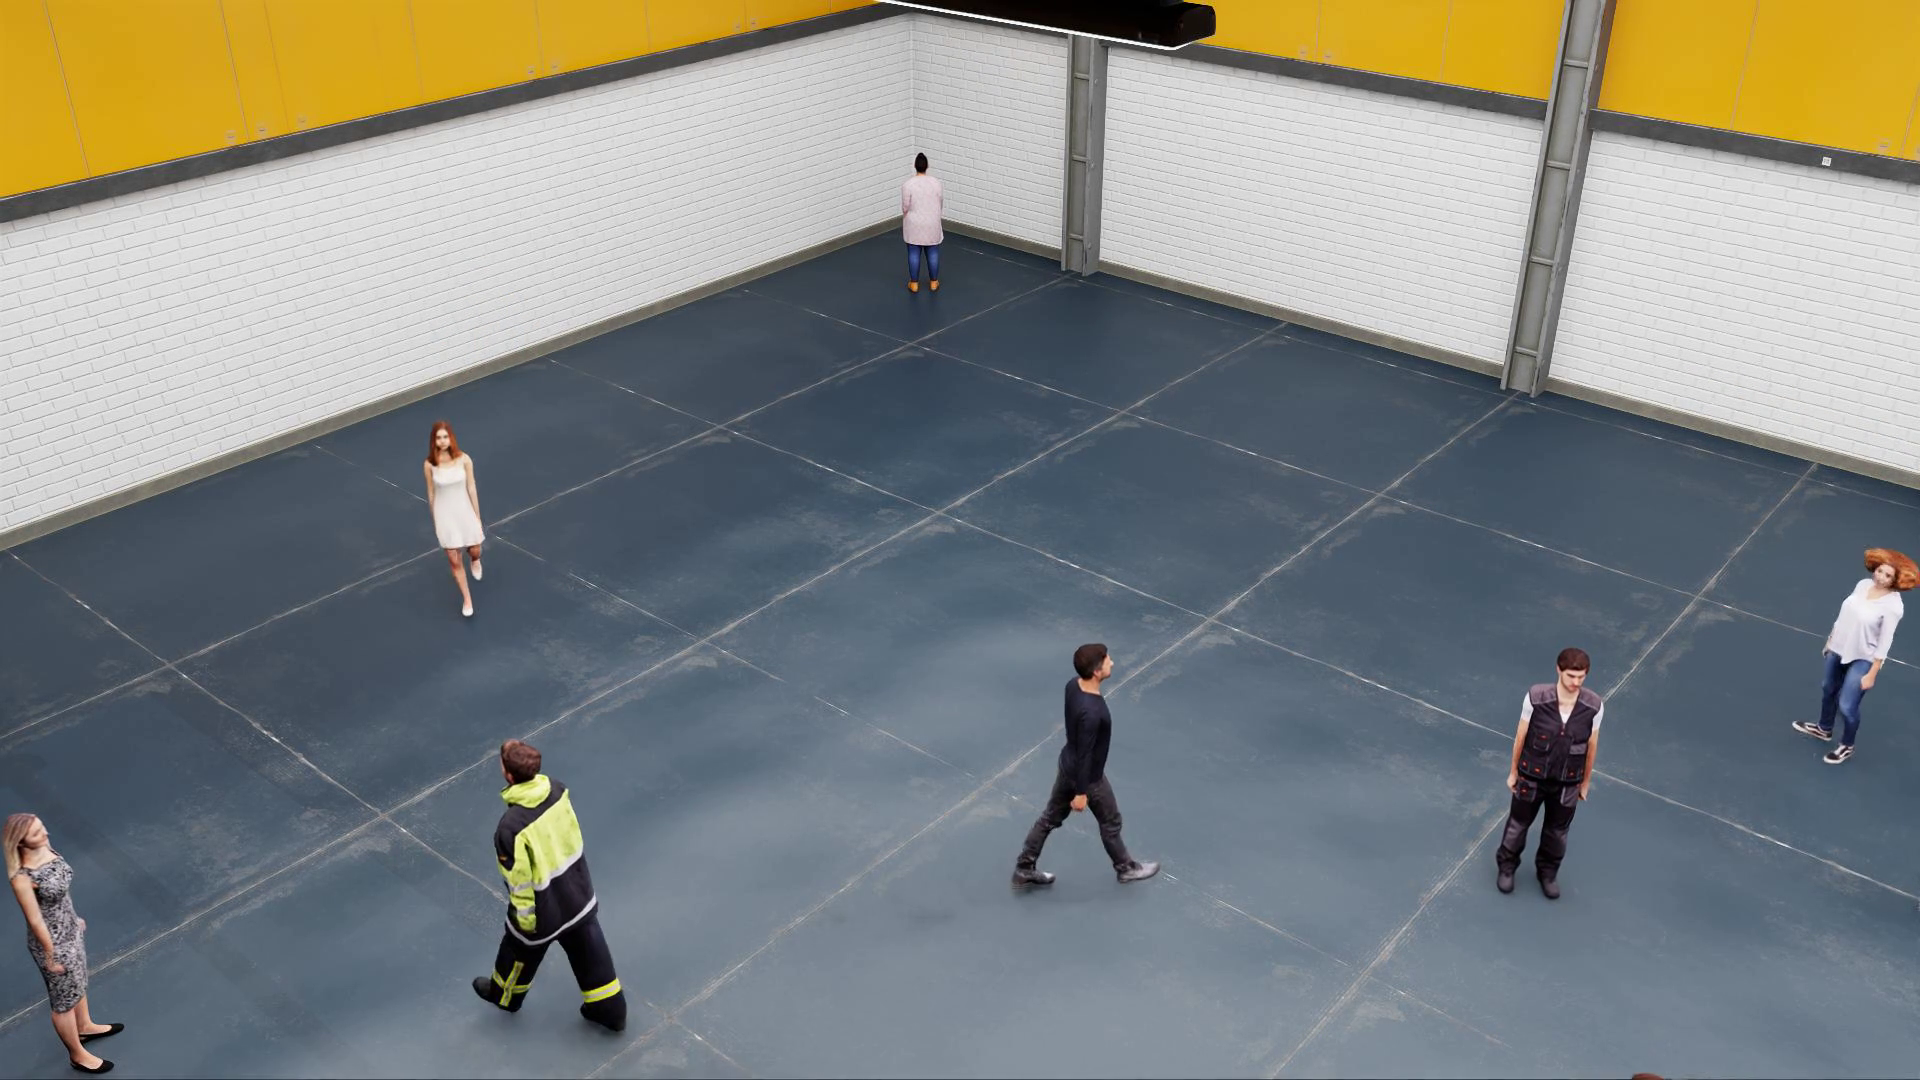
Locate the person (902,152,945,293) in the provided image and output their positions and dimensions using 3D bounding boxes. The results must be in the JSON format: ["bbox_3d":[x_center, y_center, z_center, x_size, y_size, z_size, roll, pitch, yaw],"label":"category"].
[{"bbox_3d":[-0.462,-3.925,20.508,0.794,1.744,0.840,-4,29,-8],"label":"person"}]

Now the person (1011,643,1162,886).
[{"bbox_3d":[0.682,1.487,10.502,1.196,1.825,1.228,-6,29,-11],"label":"person"}]

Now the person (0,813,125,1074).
[{"bbox_3d":[-5.057,2.221,9.282,0.699,1.705,0.622,-5,29,-8],"label":"person"}]

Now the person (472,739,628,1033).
[{"bbox_3d":[-2.252,2.025,9.406,1.281,1.931,0.978,13,31,22],"label":"person"}]

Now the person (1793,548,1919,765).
[{"bbox_3d":[6.431,0.796,11.898,0.884,1.700,0.824,2,29,4],"label":"person"}]

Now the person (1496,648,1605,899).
[{"bbox_3d":[3.728,1.468,10.517,0.692,1.844,0.806,6,29,11],"label":"person"}]

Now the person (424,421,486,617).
[{"bbox_3d":[-4.179,-0.228,13.777,0.858,1.700,0.974,-7,29,-12],"label":"person"}]
